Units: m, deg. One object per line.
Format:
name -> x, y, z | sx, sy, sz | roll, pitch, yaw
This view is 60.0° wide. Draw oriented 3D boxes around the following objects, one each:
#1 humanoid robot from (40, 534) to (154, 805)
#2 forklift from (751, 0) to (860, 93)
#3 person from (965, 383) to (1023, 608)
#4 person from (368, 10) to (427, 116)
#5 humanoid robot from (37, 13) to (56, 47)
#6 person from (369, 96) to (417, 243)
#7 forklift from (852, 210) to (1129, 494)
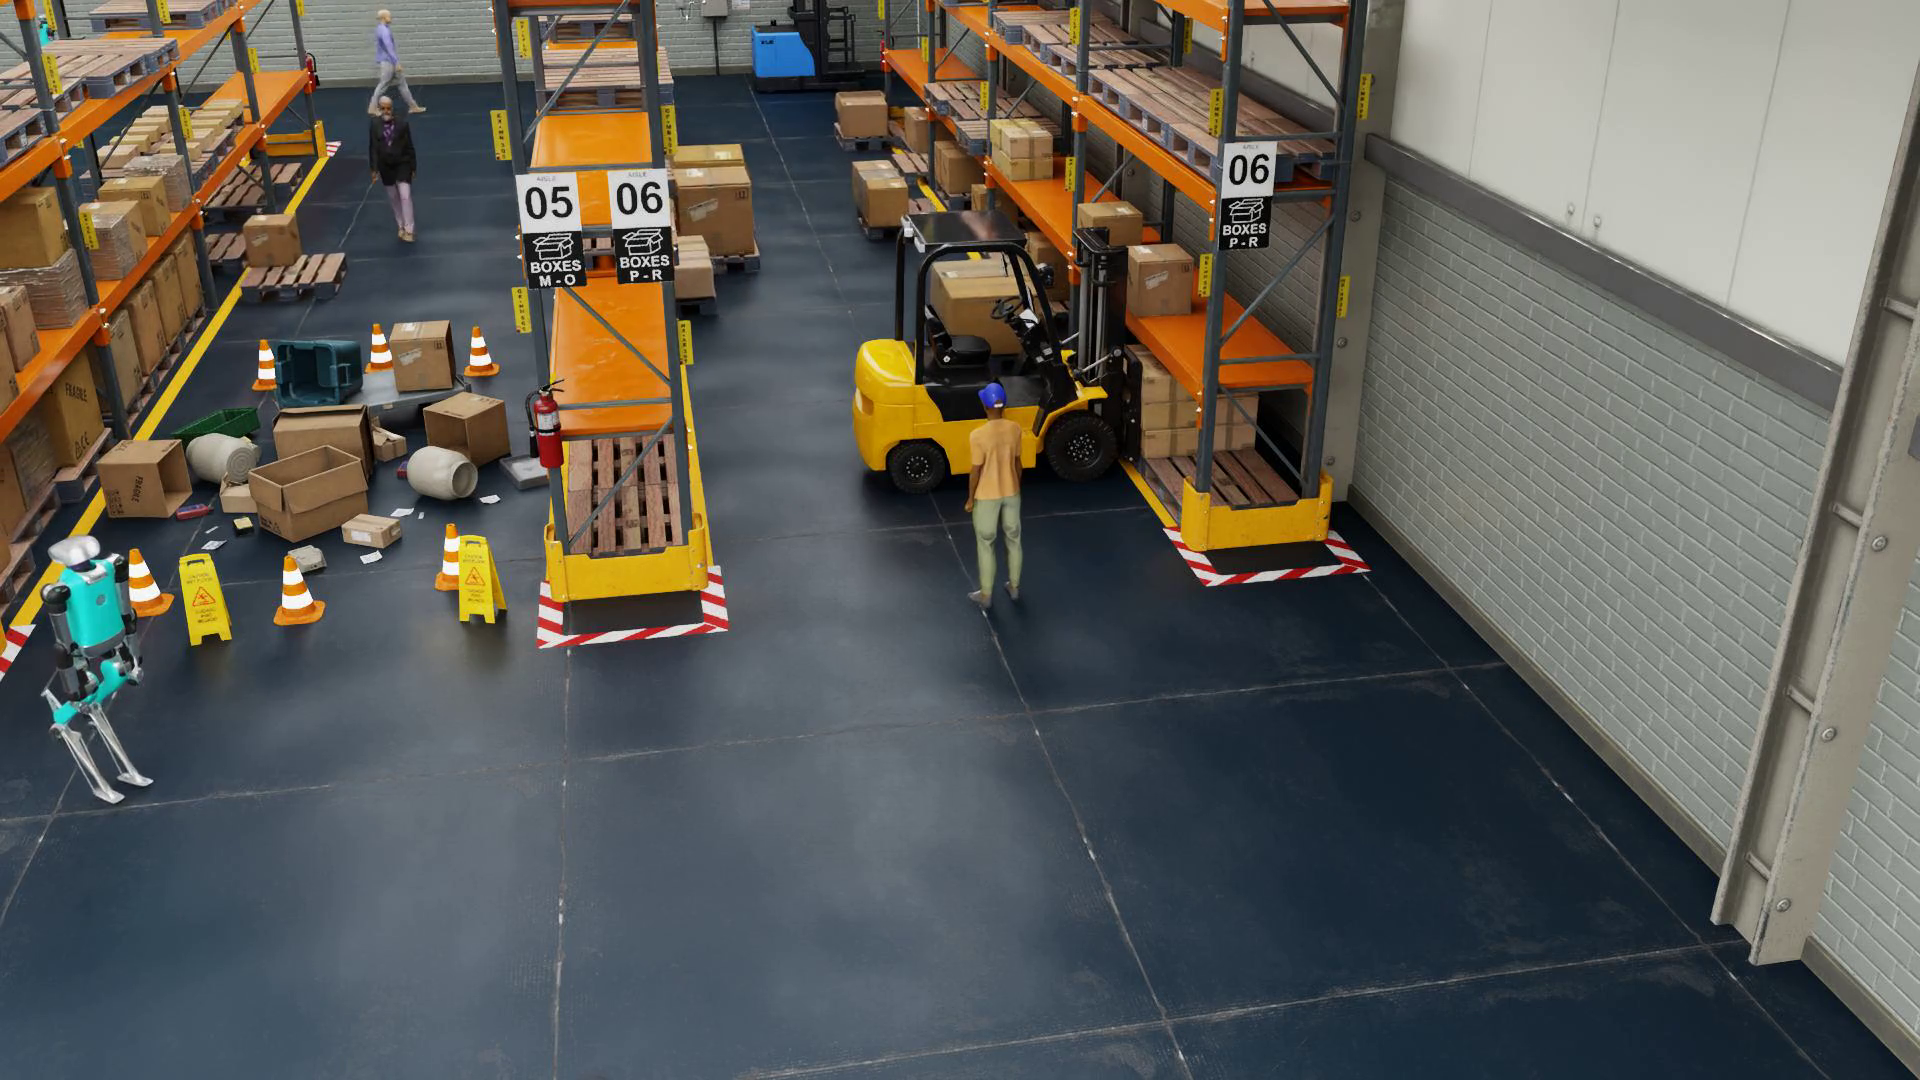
humanoid robot -> -5.183, 0.742, 9.816 | 0.704, 1.736, 0.530 | 11, 28, 22
forklift -> -2.872, -9.679, 30.288 | 1.873, 2.768, 1.129 | -5, 26, -10
person -> 0.243, -0.333, 12.148 | 0.453, 1.718, 0.369 | -13, 28, -24
person -> -9.748, -8.136, 28.366 | 0.966, 1.754, 0.608 | -9, 27, -18
humanoid robot -> -15.393, -7.815, 27.705 | 0.881, 1.766, 0.589 | -19, 32, -35
person -> -7.190, -4.667, 21.063 | 0.538, 1.821, 0.913 | -2, 26, -4
forklift -> 0.216, -1.659, 14.366 | 2.313, 2.155, 1.214 | -5, 26, -10
